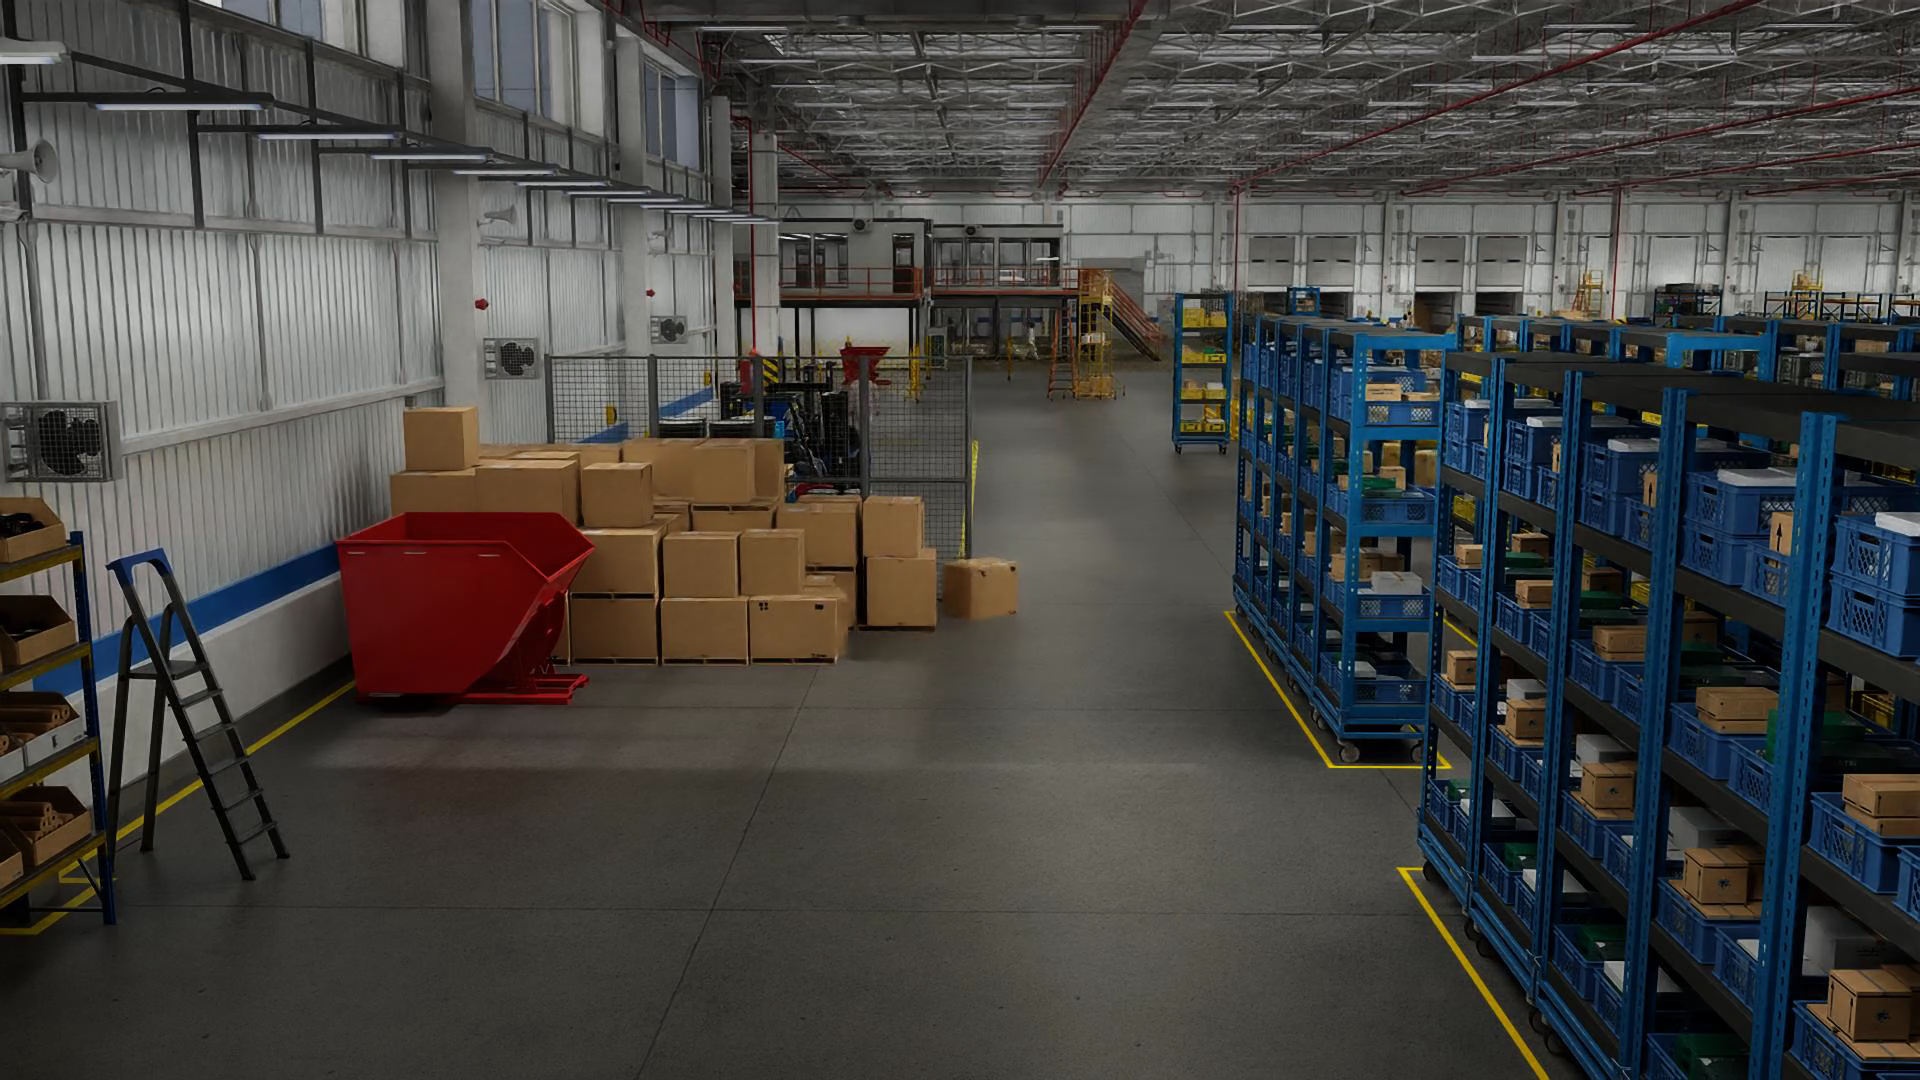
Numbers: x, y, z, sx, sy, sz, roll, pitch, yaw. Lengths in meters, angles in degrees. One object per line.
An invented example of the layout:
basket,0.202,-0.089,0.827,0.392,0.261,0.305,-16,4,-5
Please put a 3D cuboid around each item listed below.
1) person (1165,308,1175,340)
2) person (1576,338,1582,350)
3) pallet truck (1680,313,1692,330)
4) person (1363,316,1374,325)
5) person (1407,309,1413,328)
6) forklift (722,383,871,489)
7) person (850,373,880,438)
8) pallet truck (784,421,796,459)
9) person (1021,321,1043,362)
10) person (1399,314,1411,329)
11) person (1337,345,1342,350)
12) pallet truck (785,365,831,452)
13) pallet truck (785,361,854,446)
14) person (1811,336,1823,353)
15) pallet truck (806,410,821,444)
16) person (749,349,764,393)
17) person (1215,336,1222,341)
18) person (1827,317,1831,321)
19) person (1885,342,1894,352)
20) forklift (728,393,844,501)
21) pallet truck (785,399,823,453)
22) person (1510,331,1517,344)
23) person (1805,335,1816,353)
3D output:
person,12.451,-12.678,97.711,0.635,1.929,0.610,2,9,10
person,24.869,-7.677,67.108,0.414,1.855,0.510,-1,9,-8
pallet truck,36.315,-10.531,84.244,0.823,1.965,1.885,-6,11,-33
person,19.838,-9.973,81.012,0.656,1.925,0.437,8,12,42
person,25.594,-12.177,94.646,0.397,1.918,0.588,6,11,32
forklift,-2.893,-1.687,28.729,2.680,1.987,1.157,0,9,-1
person,-2.172,-3.028,38.384,0.678,1.855,0.976,2,9,10
pallet truck,-4.013,-1.793,32.705,1.601,1.201,0.680,0,9,1
person,3.192,-8.881,74.579,0.980,1.836,0.593,0,9,3
person,23.143,-10.827,86.571,0.620,1.837,0.429,4,10,21
person,14.672,-7.412,65.247,0.747,1.906,0.588,-3,10,-18
pallet truck,-3.774,-2.976,37.635,1.885,1.965,0.823,1,9,5
pallet truck,-3.410,-3.193,38.978,1.885,1.965,0.823,0,9,-1
person,33.288,-7.411,64.862,1.002,2.000,0.690,5,10,26
pallet truck,-3.559,-2.018,33.905,1.522,1.261,0.704,0,9,-1
person,-5.424,-4.035,44.085,0.420,2.035,0.604,4,10,22
person,15.123,-12.420,96.515,0.952,1.791,0.638,8,12,40
person,46.322,-11.077,88.666,0.873,1.653,0.551,-5,11,-29
person,32.809,-6.322,58.375,0.607,1.966,0.367,6,11,32
forklift,-2.979,-1.316,26.476,2.680,1.987,1.157,0,9,1
pallet truck,-3.814,-2.432,36.419,1.630,1.274,0.653,0,9,1
person,23.405,-8.171,70.049,0.564,1.885,1.015,-2,9,-14
person,31.210,-6.692,61.046,0.809,1.846,0.533,-2,9,-13
